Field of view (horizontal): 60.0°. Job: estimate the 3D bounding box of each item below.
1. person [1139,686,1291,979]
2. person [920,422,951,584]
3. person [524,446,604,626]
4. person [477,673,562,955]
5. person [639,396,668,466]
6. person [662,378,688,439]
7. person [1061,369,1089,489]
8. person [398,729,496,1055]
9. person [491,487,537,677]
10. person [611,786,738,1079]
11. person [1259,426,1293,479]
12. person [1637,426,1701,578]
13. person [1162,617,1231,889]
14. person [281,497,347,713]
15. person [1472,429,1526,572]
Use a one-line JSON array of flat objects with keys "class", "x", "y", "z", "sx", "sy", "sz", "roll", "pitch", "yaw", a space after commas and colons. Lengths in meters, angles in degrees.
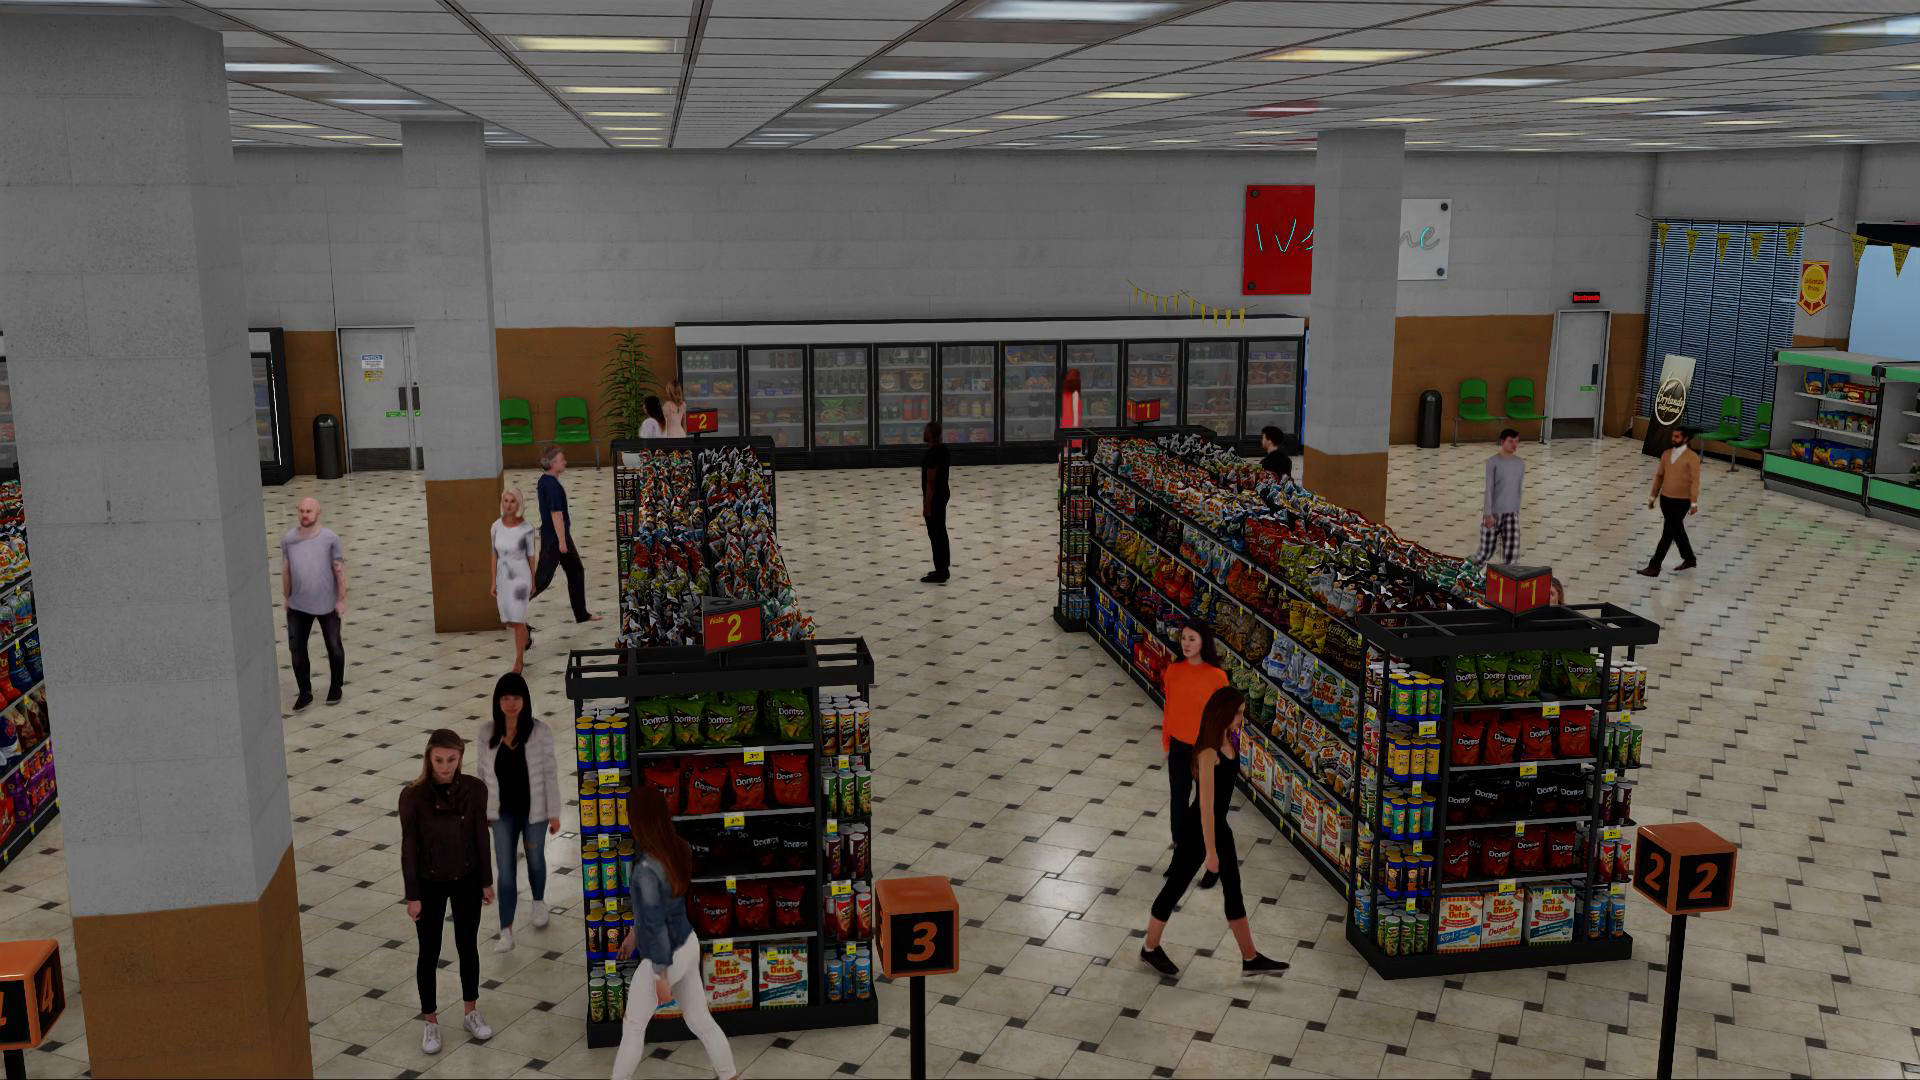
[{"class": "person", "x": 1.295, "y": 1.639, "z": 9.304, "sx": 1.152, "sy": 1.679, "sz": 1.136, "roll": 7, "pitch": 14, "yaw": 31}, {"class": "person", "x": -0.272, "y": -0.433, "z": 18.804, "sx": 0.801, "sy": 1.819, "sz": 0.661, "roll": 4, "pitch": 12, "yaw": 17}, {"class": "person", "x": -4.161, "y": 0.013, "z": 16.665, "sx": 0.769, "sy": 1.828, "sz": 1.136, "roll": -3, "pitch": 12, "yaw": -13}, {"class": "person", "x": -2.583, "y": 1.568, "z": 9.827, "sx": 0.660, "sy": 1.603, "sz": 0.971, "roll": -1, "pitch": 12, "yaw": -7}, {"class": "person", "x": -4.072, "y": -1.107, "z": 22.369, "sx": 0.987, "sy": 1.669, "sz": 0.963, "roll": 5, "pitch": 13, "yaw": 21}, {"class": "person", "x": -3.923, "y": -1.313, "z": 23.019, "sx": 0.679, "sy": 1.805, "sz": 0.639, "roll": 10, "pitch": 16, "yaw": 40}, {"class": "person", "x": 1.543, "y": -1.570, "z": 24.218, "sx": 0.750, "sy": 1.813, "sz": 0.619, "roll": -5, "pitch": 13, "yaw": -23}, {"class": "person", "x": -2.647, "y": 1.776, "z": 8.592, "sx": 0.665, "sy": 1.704, "sz": 0.623, "roll": -7, "pitch": 14, "yaw": -28}, {"class": "person", "x": -4.063, "y": 0.369, "z": 15.213, "sx": 0.772, "sy": 1.729, "sz": 1.016, "roll": 2, "pitch": 12, "yaw": 8}, {"class": "person", "x": -1.274, "y": 1.977, "z": 7.766, "sx": 0.965, "sy": 1.651, "sz": 1.109, "roll": 3, "pitch": 12, "yaw": 13}, {"class": "person", "x": 3.451, "y": -0.276, "z": 17.930, "sx": 0.885, "sy": 1.872, "sz": 0.825, "roll": 8, "pitch": 14, "yaw": 33}, {"class": "person", "x": 8.239, "y": -0.420, "z": 19.011, "sx": 0.903, "sy": 1.709, "sz": 1.174, "roll": -5, "pitch": 13, "yaw": -22}, {"class": "person", "x": 1.505, "y": 1.335, "z": 10.592, "sx": 0.698, "sy": 1.744, "sz": 0.767, "roll": 9, "pitch": 15, "yaw": 36}, {"class": "person", "x": -5.502, "y": 0.521, "z": 14.279, "sx": 0.736, "sy": 1.817, "sz": 0.831, "roll": -1, "pitch": 12, "yaw": -6}, {"class": "person", "x": 5.857, "y": -0.294, "z": 18.175, "sx": 0.674, "sy": 1.807, "sz": 1.147, "roll": -1, "pitch": 12, "yaw": -5}]
